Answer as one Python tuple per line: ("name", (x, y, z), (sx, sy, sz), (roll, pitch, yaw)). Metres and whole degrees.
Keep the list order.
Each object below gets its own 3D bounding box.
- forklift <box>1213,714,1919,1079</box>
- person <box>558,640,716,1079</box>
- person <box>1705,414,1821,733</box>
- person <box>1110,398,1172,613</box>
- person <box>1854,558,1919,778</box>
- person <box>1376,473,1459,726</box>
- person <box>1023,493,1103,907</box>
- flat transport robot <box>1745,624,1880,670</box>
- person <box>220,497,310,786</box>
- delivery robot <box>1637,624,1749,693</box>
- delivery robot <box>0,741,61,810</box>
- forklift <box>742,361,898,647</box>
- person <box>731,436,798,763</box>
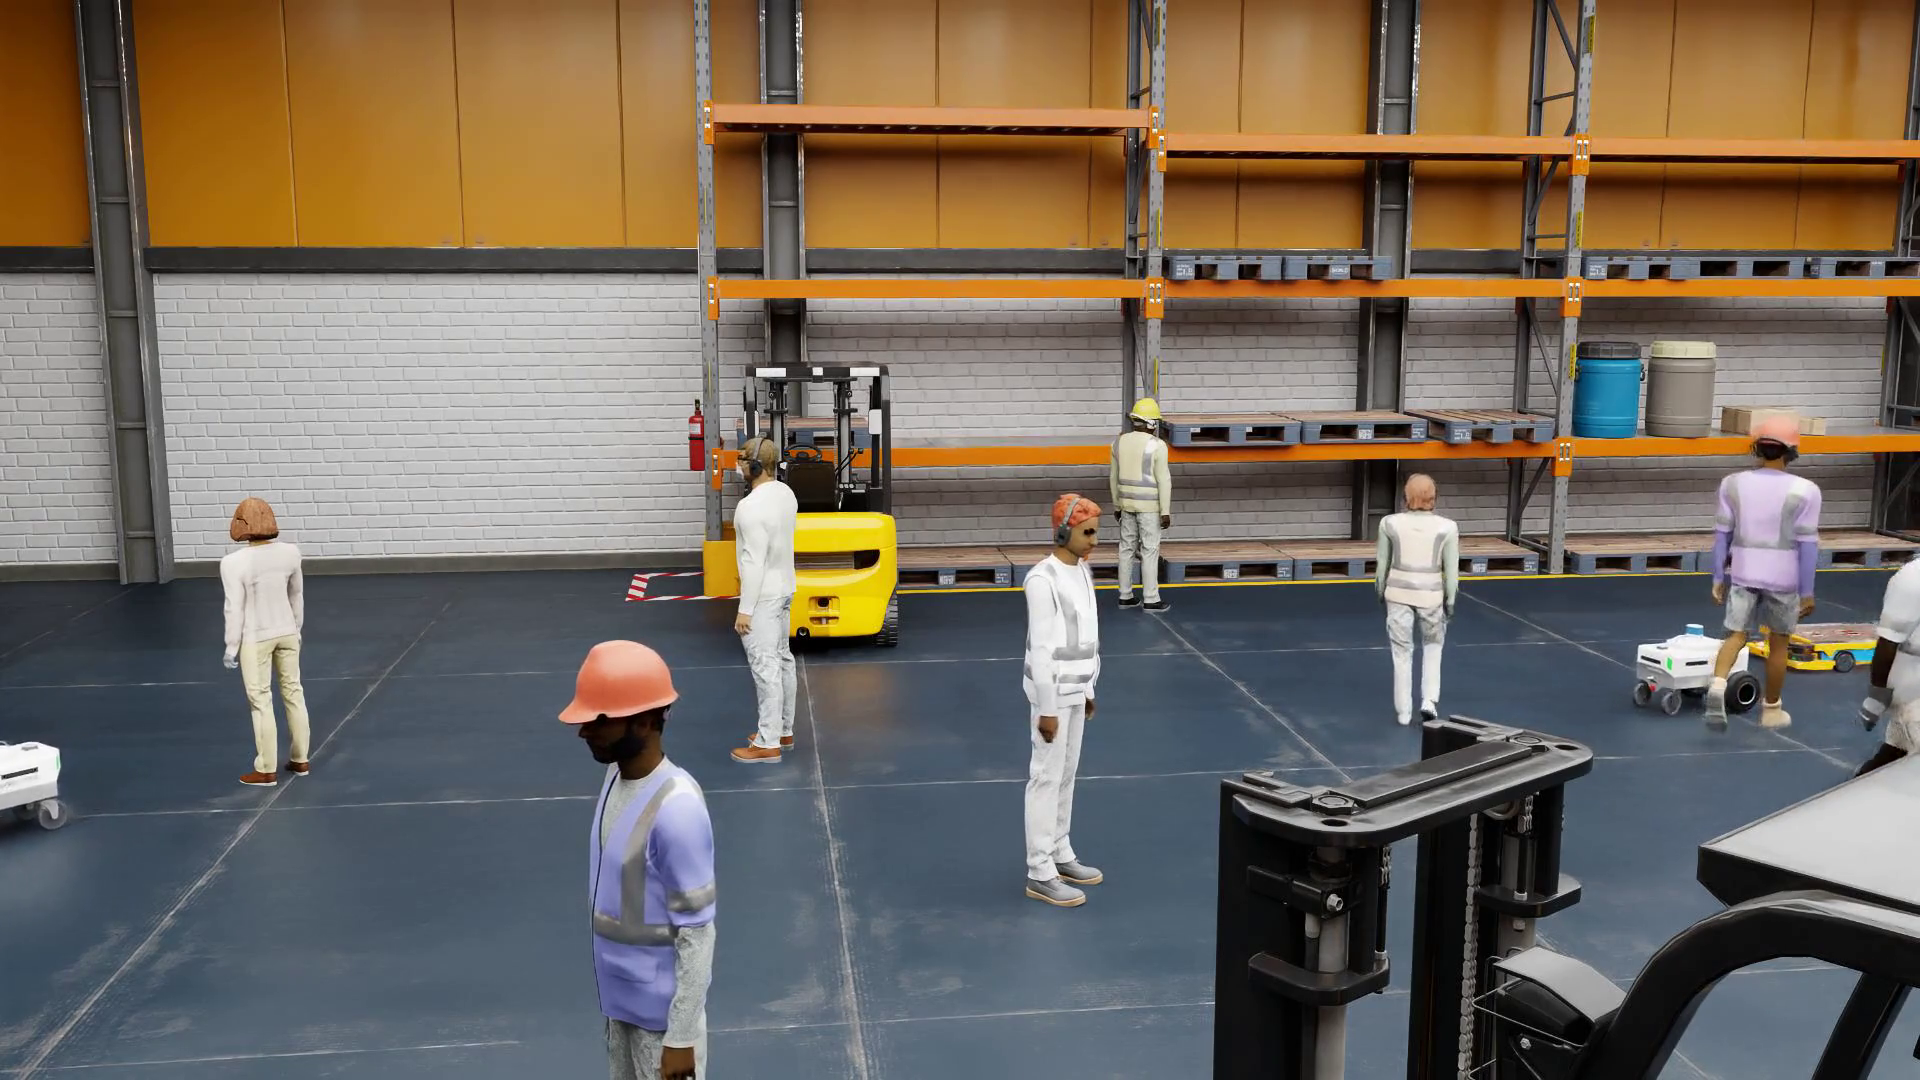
("forklift", (1.441, 1.425, 2.350), (1.214, 2.155, 2.313), (-7, 12, -39))
("person", (-0.861, 1.215, 4.468), (0.372, 1.933, 0.552), (-5, 11, -30))
("person", (4.973, 0.233, 10.330), (0.841, 2.021, 0.622), (-8, 12, -43))
("person", (1.564, -0.296, 14.219), (0.599, 1.830, 0.403), (9, 13, 43))
("person", (4.526, 0.687, 7.865), (0.609, 1.920, 0.939), (-6, 11, -35))
("person", (2.919, 0.382, 10.648), (0.517, 1.622, 0.421), (3, 10, 18))
("person", (0.479, 0.721, 7.698), (0.356, 1.887, 0.573), (4, 10, 24))
("flat transport robot", (6.667, 0.777, 12.376), (1.431, 0.197, 0.652), (-1, 9, -9))
("person", (-3.932, 0.573, 9.410), (0.284, 1.634, 0.498), (6, 11, 33))
("delivery robot", (4.854, 0.802, 11.023), (0.707, 0.478, 0.477), (-4, 10, -19))
("delivery robot", (-4.986, 1.217, 8.458), (0.477, 0.478, 0.707), (6, 11, 35))
("forklift", (-1.154, -0.340, 13.365), (1.214, 2.155, 2.313), (-1, 9, -7))
("person", (-1.164, 0.350, 9.856), (0.372, 1.940, 0.629), (2, 9, 14))
